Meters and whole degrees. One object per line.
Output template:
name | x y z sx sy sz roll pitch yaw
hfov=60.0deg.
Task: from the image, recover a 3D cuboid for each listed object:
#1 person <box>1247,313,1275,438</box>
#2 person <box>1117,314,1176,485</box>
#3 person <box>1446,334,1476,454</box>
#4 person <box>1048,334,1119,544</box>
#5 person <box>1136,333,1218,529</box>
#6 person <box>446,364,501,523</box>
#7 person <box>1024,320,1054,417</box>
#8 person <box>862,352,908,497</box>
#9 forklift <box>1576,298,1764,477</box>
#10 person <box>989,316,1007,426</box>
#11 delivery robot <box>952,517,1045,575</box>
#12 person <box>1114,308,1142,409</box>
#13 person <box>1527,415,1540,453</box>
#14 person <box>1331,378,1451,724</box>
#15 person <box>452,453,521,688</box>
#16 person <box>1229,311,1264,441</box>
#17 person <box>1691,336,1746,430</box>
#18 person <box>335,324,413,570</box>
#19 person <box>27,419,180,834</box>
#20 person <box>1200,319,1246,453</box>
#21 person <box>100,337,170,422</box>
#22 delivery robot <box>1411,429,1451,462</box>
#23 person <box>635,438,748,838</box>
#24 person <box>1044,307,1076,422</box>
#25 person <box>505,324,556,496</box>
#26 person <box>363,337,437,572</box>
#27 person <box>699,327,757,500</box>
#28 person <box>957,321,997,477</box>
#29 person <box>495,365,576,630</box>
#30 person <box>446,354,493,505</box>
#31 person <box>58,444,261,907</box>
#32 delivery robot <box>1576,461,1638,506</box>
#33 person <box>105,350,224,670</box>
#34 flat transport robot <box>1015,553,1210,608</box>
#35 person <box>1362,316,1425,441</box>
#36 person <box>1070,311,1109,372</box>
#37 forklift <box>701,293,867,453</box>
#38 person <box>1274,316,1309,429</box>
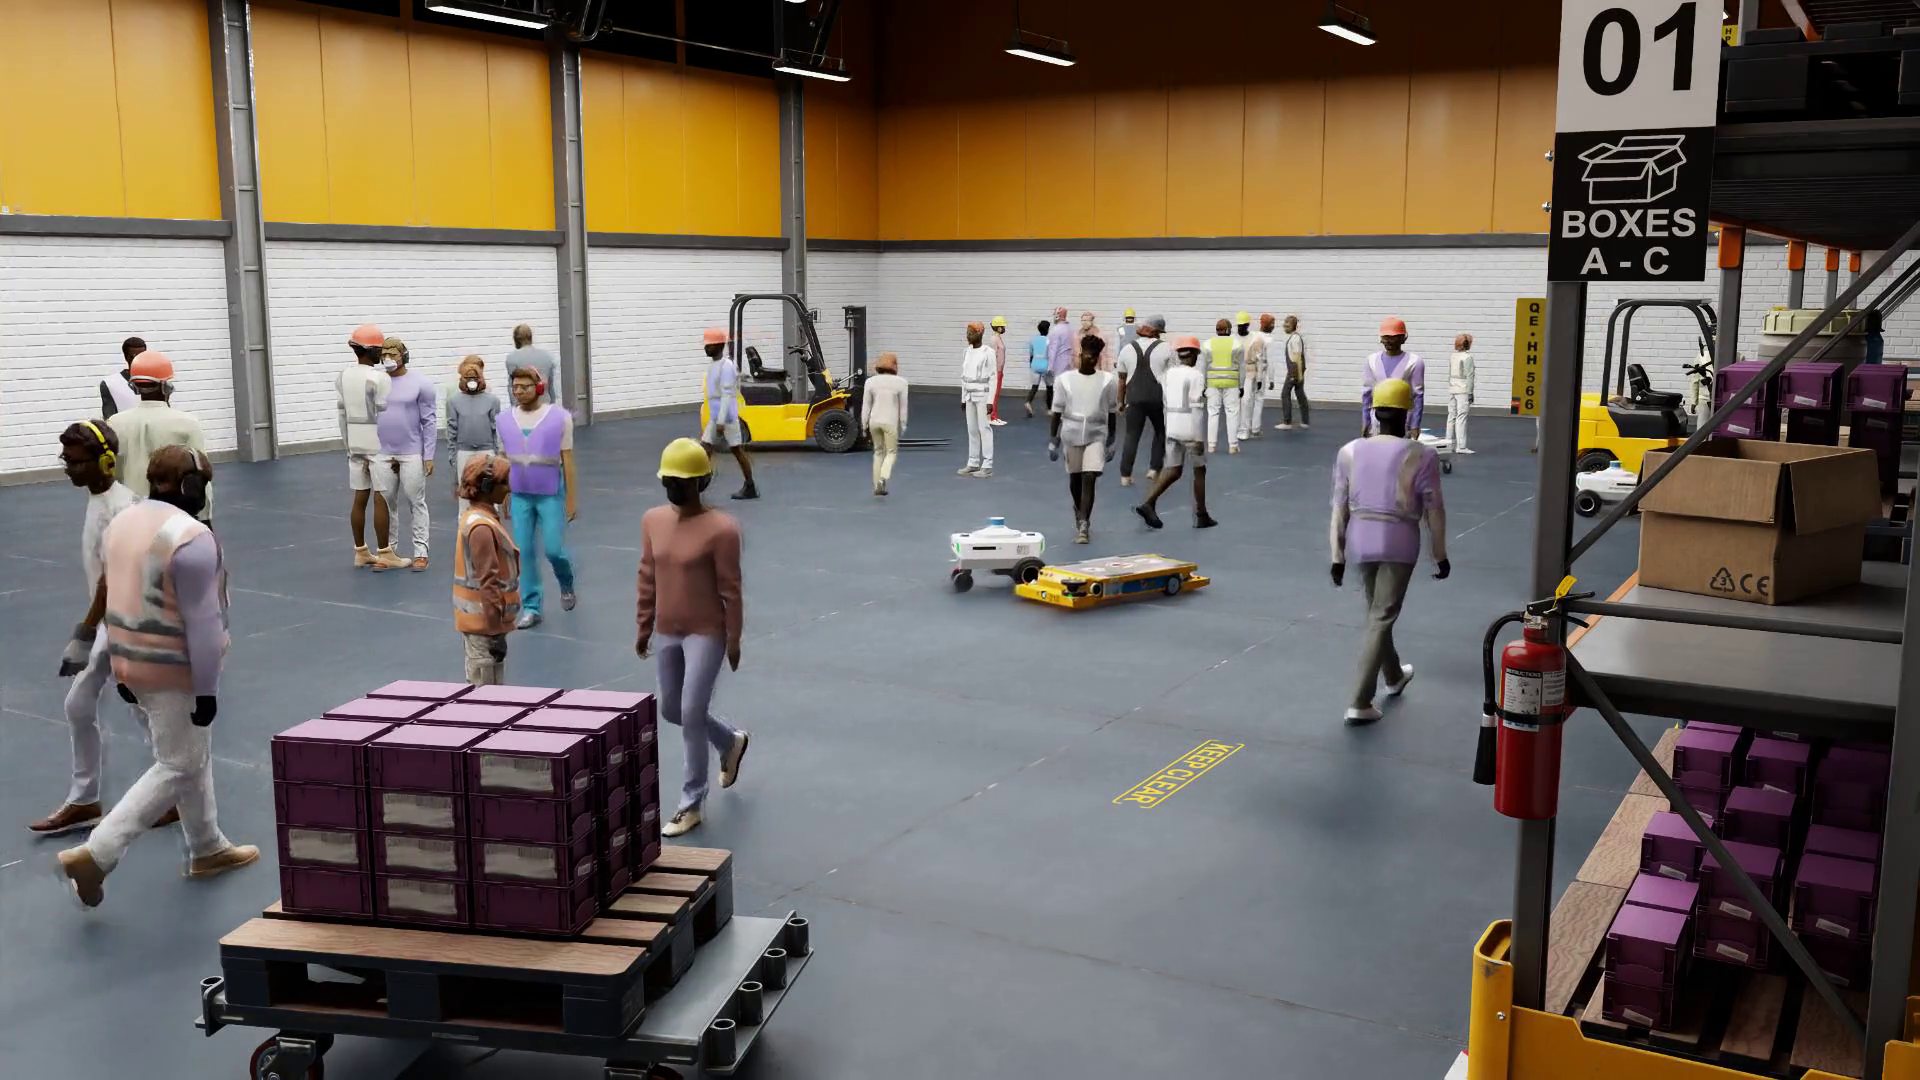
person | 4.465 -2.443 24.852 0.410 1.877 0.616 -5 10 -28
person | 2.184 -1.659 19.374 0.706 2.000 0.687 4 10 25
person | 6.842 -1.996 22.732 0.310 1.636 0.525 -3 10 -18
person | 1.148 -0.963 15.468 0.635 1.912 1.044 1 9 8
person | 2.090 -1.031 15.953 0.831 1.901 0.597 -6 11 -32
person | -4.495 -0.819 15.423 0.501 1.626 0.278 -2 9 -14
person | 1.373 -2.933 28.489 0.537 1.668 0.782 5 11 31
person | -0.842 -1.246 18.133 0.519 1.604 0.539 3 10 18
forklift | 7.954 -1.589 18.462 2.313 2.155 1.214 5 11 30
person | 0.615 -2.737 26.963 0.311 1.768 0.522 2 9 12
delivery robot | 0.291 0.065 12.950 0.707 0.478 0.477 -1 9 -5
person | 3.080 -3.296 30.245 0.601 1.828 0.404 -2 9 -10
person | 7.982 -2.127 22.678 0.447 1.920 0.647 -2 9 -13
person | 2.401 0.044 9.271 0.593 1.873 0.994 8 12 43
person | -2.177 0.415 7.687 0.311 1.639 0.513 -3 10 -20
person | 4.093 -2.397 24.424 0.604 1.902 0.766 6 11 34
person | 9.242 -1.703 20.302 0.600 1.830 0.403 4 10 25
person | -4.860 -0.762 13.770 0.608 2.044 0.377 5 10 28
person | -3.722 0.398 7.167 0.770 1.835 0.505 -8 12 -40
person | 3.604 -2.104 22.790 0.619 1.839 0.430 2 9 15
person | -7.042 -0.782 14.282 0.372 1.916 0.596 7 11 37
delivery robot | 5.665 -1.114 20.308 0.707 0.478 0.477 -6 11 -33
person | -1.166 0.396 7.456 0.526 1.742 0.667 5 11 31
person | 1.626 -2.904 27.657 0.530 1.896 0.668 7 11 36
person | -4.747 -1.410 18.307 0.758 1.898 0.656 7 11 35
person | -4.619 -0.698 13.699 0.631 1.940 0.372 0 9 0
person | -2.613 -1.337 17.859 1.006 1.876 0.561 -6 11 -32
person | 0.215 -1.699 20.111 0.338 1.882 0.582 -7 11 -37
person | -2.936 -0.313 11.623 0.581 1.829 0.550 1 9 8
person | -5.128 -1.138 17.450 0.501 1.616 0.371 -8 12 -40
person | -3.152 0.531 6.473 0.682 1.799 0.815 7 11 36
delivery robot | 6.618 -0.556 16.825 0.707 0.478 0.477 4 10 24
person | -4.813 -0.143 10.050 0.612 1.997 0.375 0 9 -1
flat transport robot | 1.177 0.293 12.697 1.431 0.197 0.652 -7 12 -38
person | 4.221 -1.167 16.299 0.609 2.043 0.397 6 11 34
person | 2.009 -2.644 26.038 0.661 1.881 0.849 5 10 28
forklift | -2.458 -2.344 23.176 2.313 2.155 1.214 0 9 -2
person | 5.303 -2.639 26.293 0.511 1.799 0.671 3 10 19
